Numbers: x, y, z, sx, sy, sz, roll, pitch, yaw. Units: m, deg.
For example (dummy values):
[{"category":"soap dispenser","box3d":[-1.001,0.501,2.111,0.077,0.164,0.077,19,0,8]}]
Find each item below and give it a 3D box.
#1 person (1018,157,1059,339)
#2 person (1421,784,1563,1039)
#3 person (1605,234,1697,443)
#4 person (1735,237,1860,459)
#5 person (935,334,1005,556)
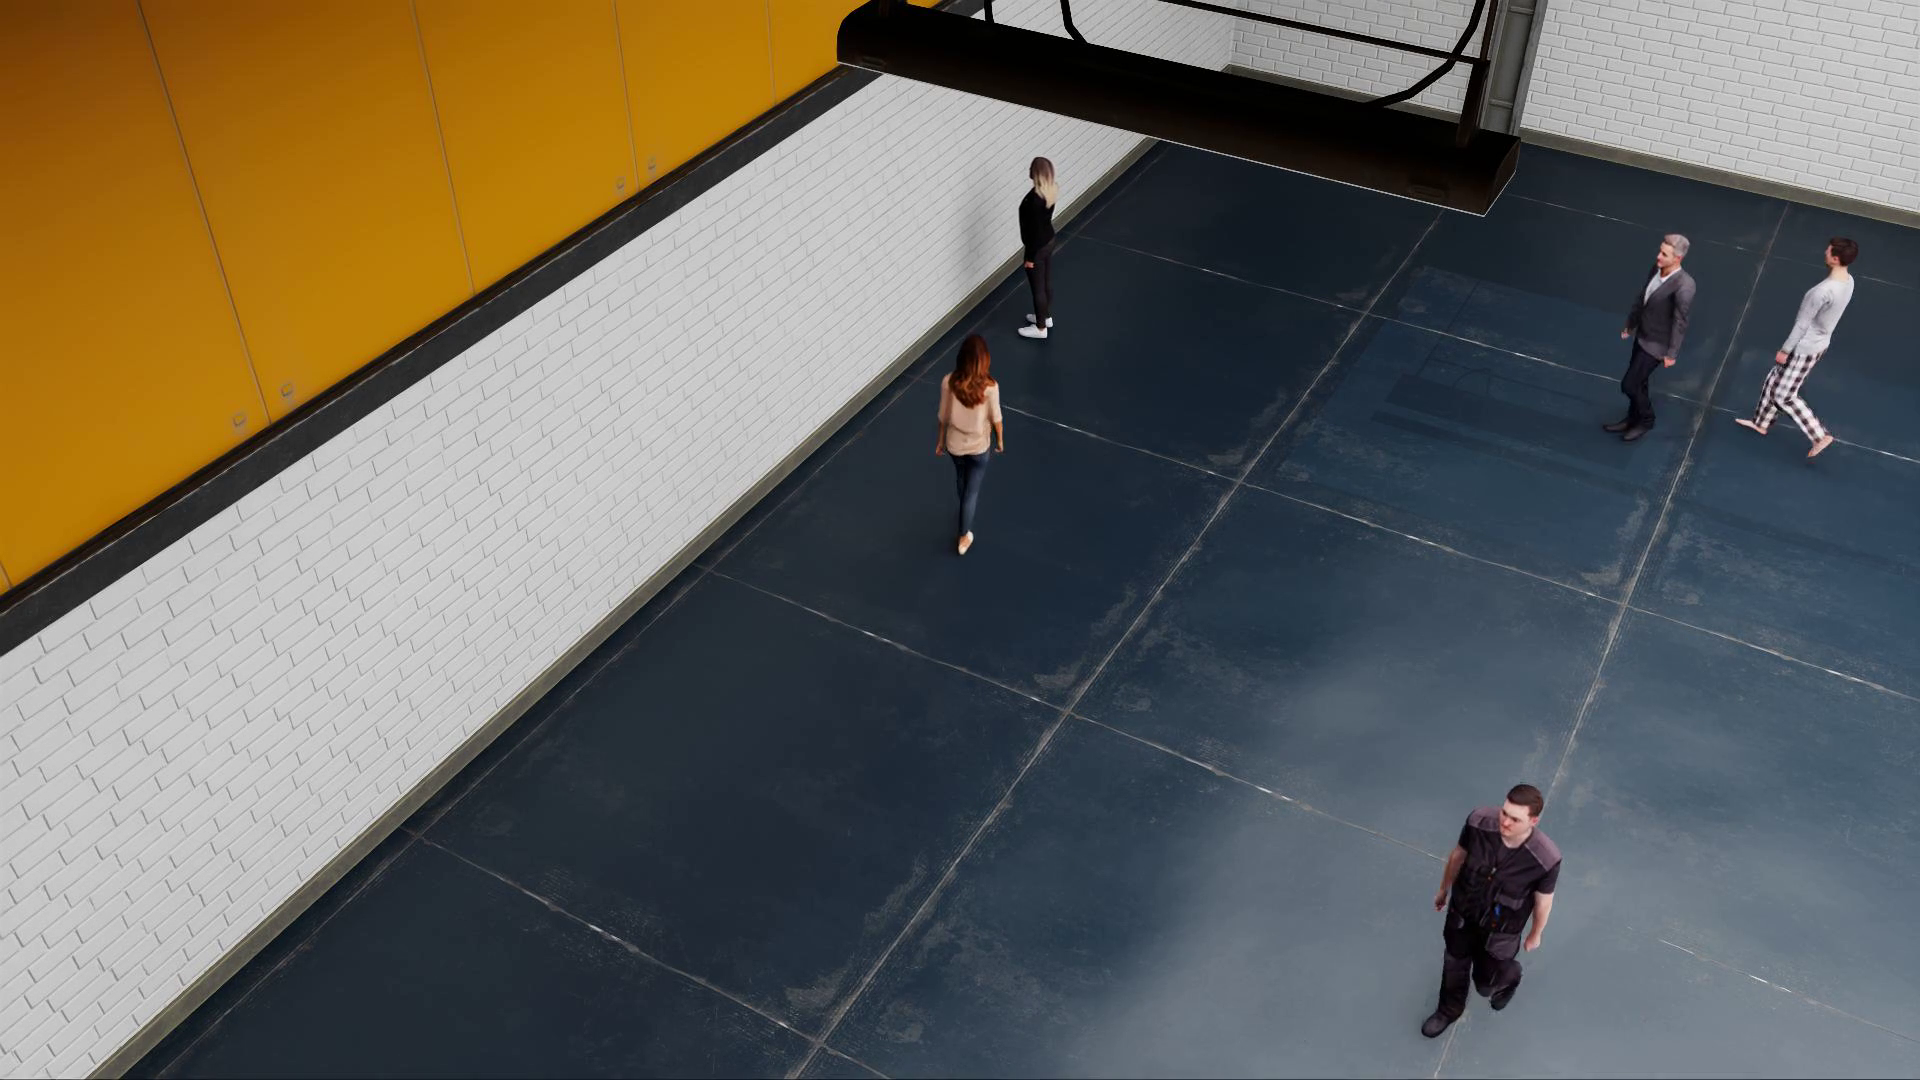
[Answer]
[{"category":"person","box3d":[0.700,-2.545,14.484,0.578,1.686,0.647,14,41,16]},{"category":"person","box3d":[2.824,1.929,8.764,0.923,1.833,0.903,-29,47,-31]},{"category":"person","box3d":[5.572,-1.600,13.188,0.862,1.826,0.859,-1,39,-1]},{"category":"person","box3d":[6.703,-1.481,13.038,0.808,1.827,1.085,-30,47,-32]},{"category":"person","box3d":[0.037,-0.637,12.024,0.828,1.773,0.799,11,40,13]}]
